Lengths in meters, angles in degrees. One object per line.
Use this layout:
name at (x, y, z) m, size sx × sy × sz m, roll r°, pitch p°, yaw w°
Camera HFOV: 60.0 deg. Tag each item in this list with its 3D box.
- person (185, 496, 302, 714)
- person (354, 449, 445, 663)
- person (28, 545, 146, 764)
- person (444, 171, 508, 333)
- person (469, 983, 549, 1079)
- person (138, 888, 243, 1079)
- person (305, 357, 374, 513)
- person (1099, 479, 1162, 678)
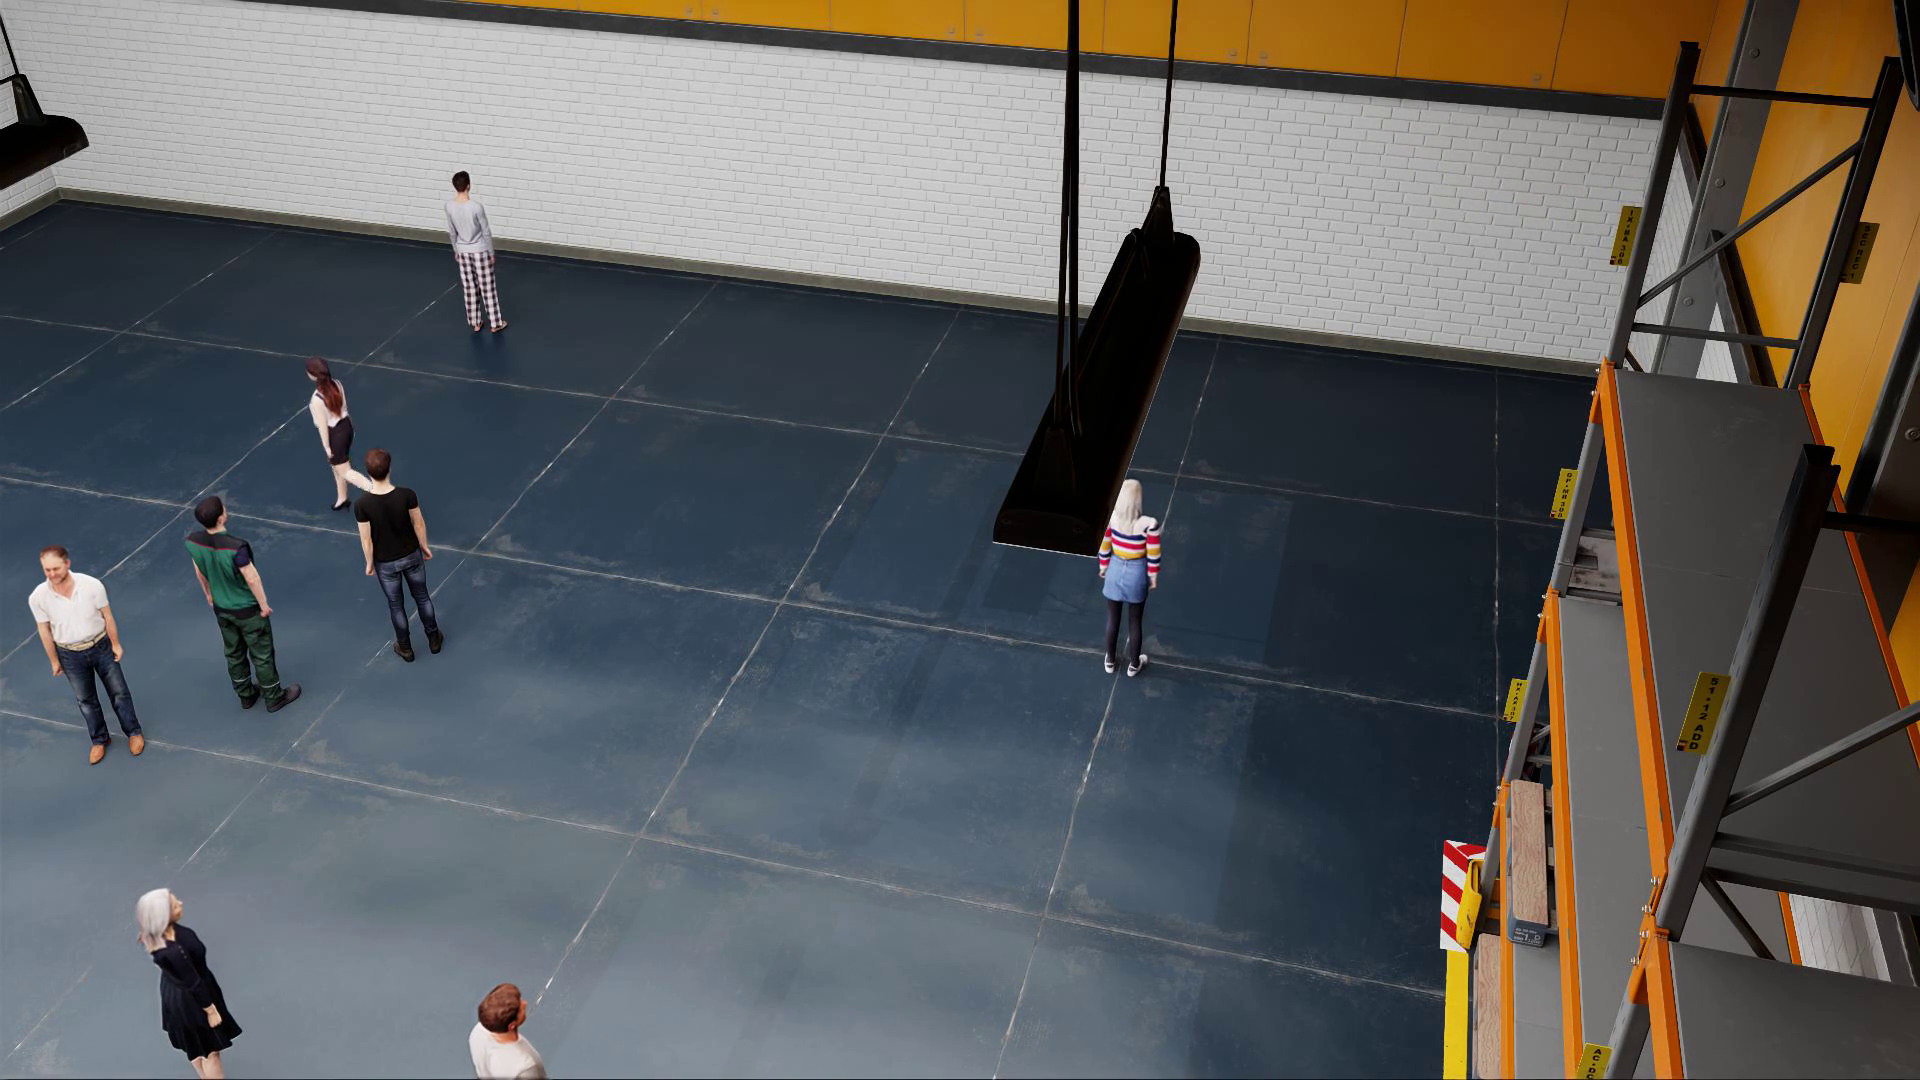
person at (-5.561, 0.489, 12.801) m, size 0.679 × 1.900 × 0.543 m, roll 9°, pitch 35°, yaw 13°
person at (-4.512, 0.129, 13.345) m, size 0.757 × 1.896 × 0.813 m, roll -17°, pitch 37°, yaw -24°
person at (-6.496, 0.801, 12.370) m, size 0.751 × 1.856 × 0.775 m, roll -12°, pitch 35°, yaw -17°
person at (-5.367, -3.173, 18.357) m, size 0.644 × 1.847 × 0.563 m, roll 5°, pitch 34°, yaw 7°
person at (-2.341, 3.082, 8.897) m, size 0.753 × 1.903 × 0.729 m, roll 26°, pitch 41°, yaw 33°
person at (-4.452, 2.672, 9.655) m, size 0.696 × 1.746 × 0.714 m, roll 27°, pitch 42°, yaw 35°
person at (-5.589, -0.895, 15.129) m, size 0.614 × 1.628 × 0.899 m, roll 8°, pitch 34°, yaw 12°
person at (1.324, 0.291, 13.181) m, size 0.669 × 1.808 × 0.536 m, roll 11°, pitch 35°, yaw 16°
